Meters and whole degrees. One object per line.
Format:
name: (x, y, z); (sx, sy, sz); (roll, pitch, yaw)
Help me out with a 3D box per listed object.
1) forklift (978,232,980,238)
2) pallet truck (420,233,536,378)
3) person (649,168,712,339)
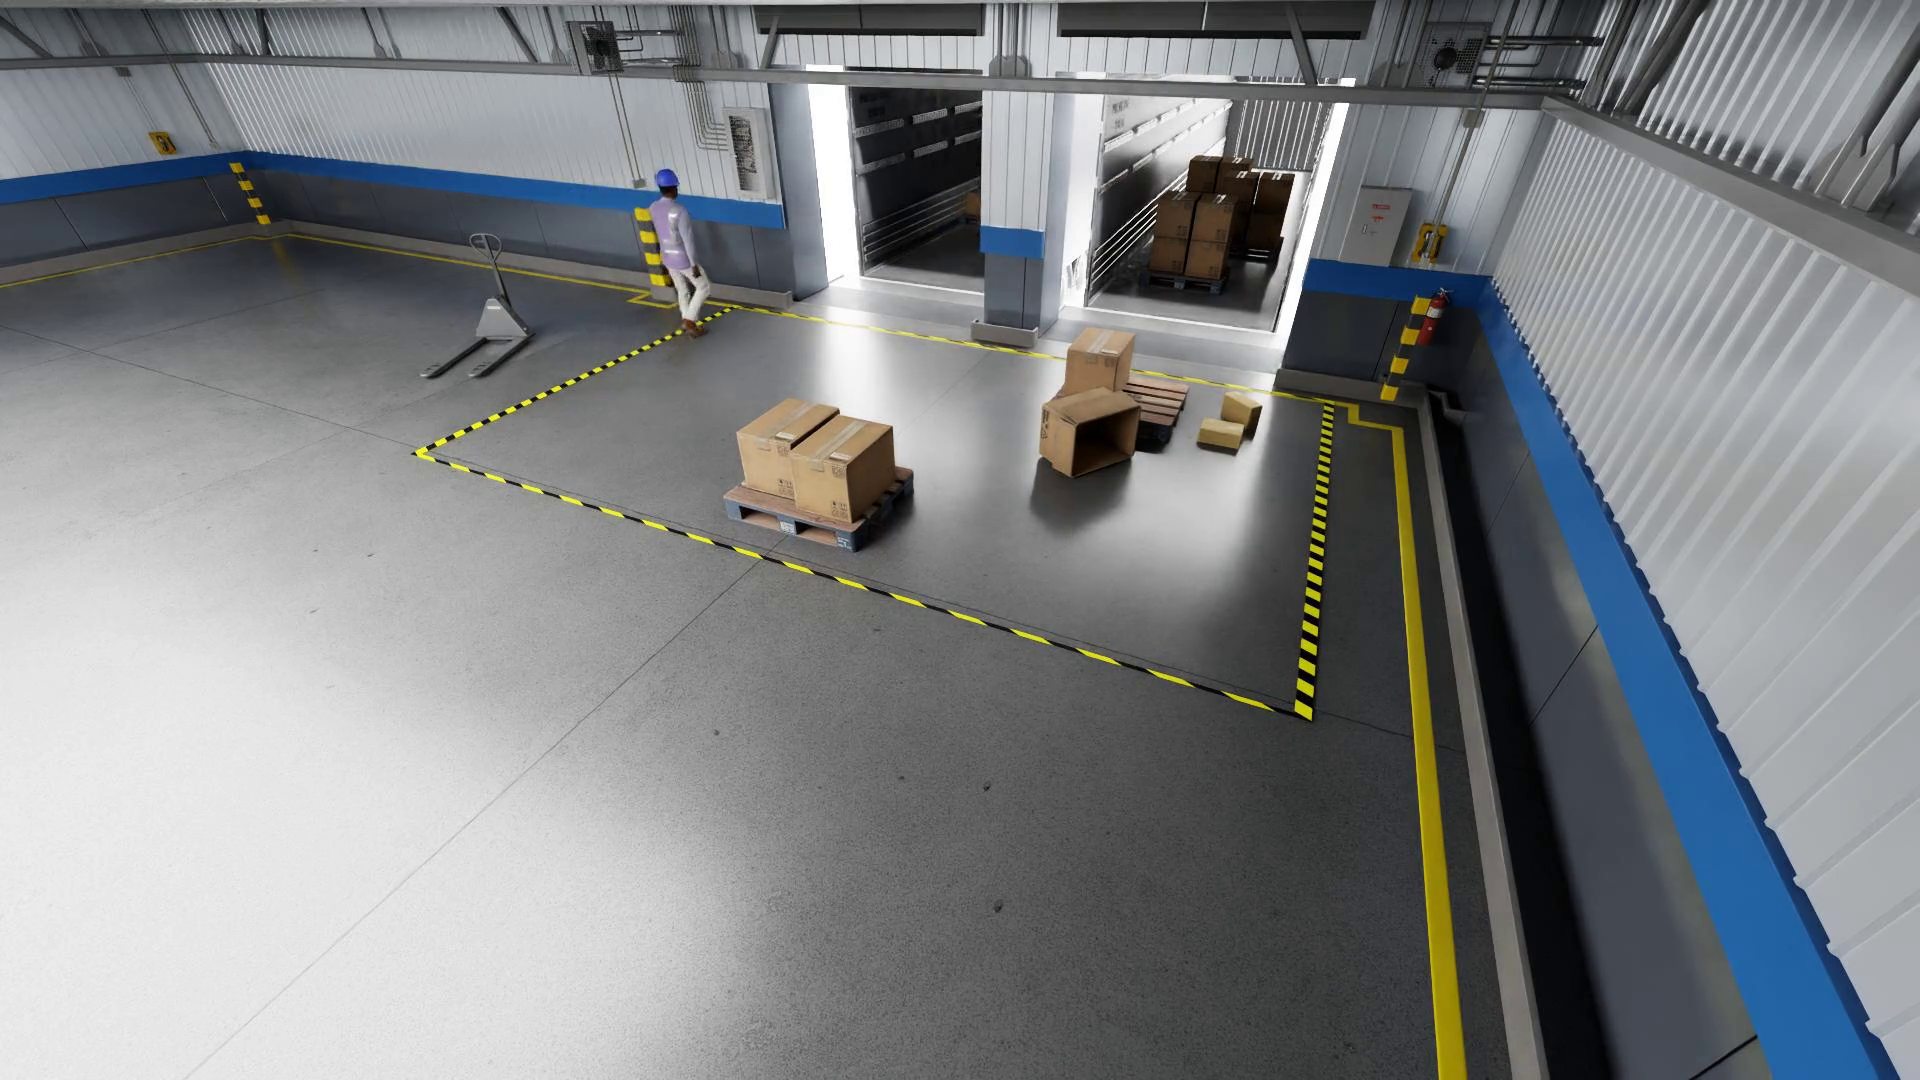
forklift: (1.030, -6.645, 13.258); (0.716, 2.013, 0.776); (14, 38, 19)
pallet truck: (-5.664, -2.712, 8.427); (0.680, 1.201, 1.601); (0, 35, -1)
person: (-3.319, -3.319, 8.683); (0.628, 1.924, 0.506); (19, 40, 24)
